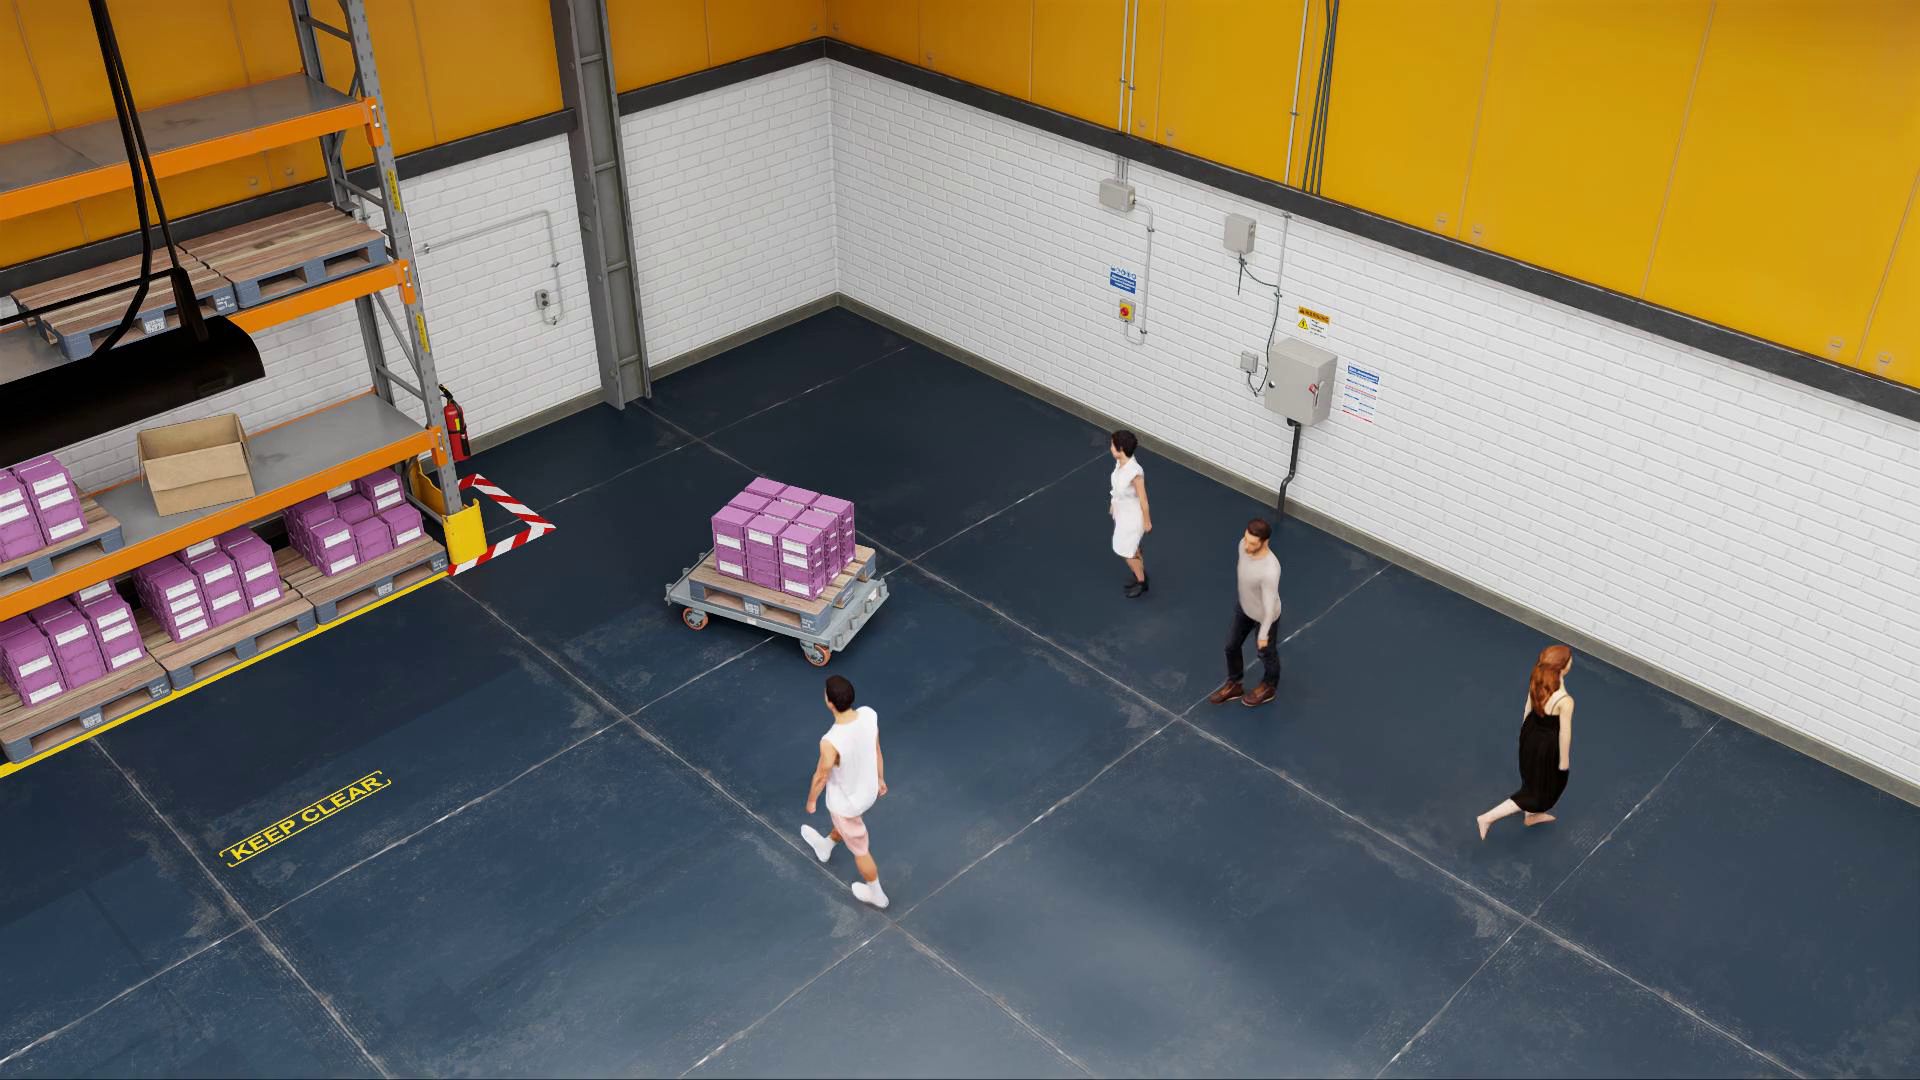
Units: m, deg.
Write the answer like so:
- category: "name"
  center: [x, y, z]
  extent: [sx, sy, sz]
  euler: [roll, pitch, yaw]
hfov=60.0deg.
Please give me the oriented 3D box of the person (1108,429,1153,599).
- category: "person"
  center: [1.465, -0.209, 13.762]
  extent: [0.736, 1.523, 0.703]
  euler: [-16, 37, -22]

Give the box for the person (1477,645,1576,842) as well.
- category: "person"
  center: [3.865, 1.405, 11.258]
  extent: [1.011, 1.607, 0.863]
  euler: [-8, 34, -12]

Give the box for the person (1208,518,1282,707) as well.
- category: "person"
  center: [2.275, 0.521, 12.401]
  extent: [0.872, 1.814, 0.797]
  euler: [-14, 36, -20]

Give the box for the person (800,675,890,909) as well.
- category: "person"
  center: [-0.642, 1.682, 10.716]
  extent: [0.810, 1.747, 1.035]
  euler: [24, 40, 31]
